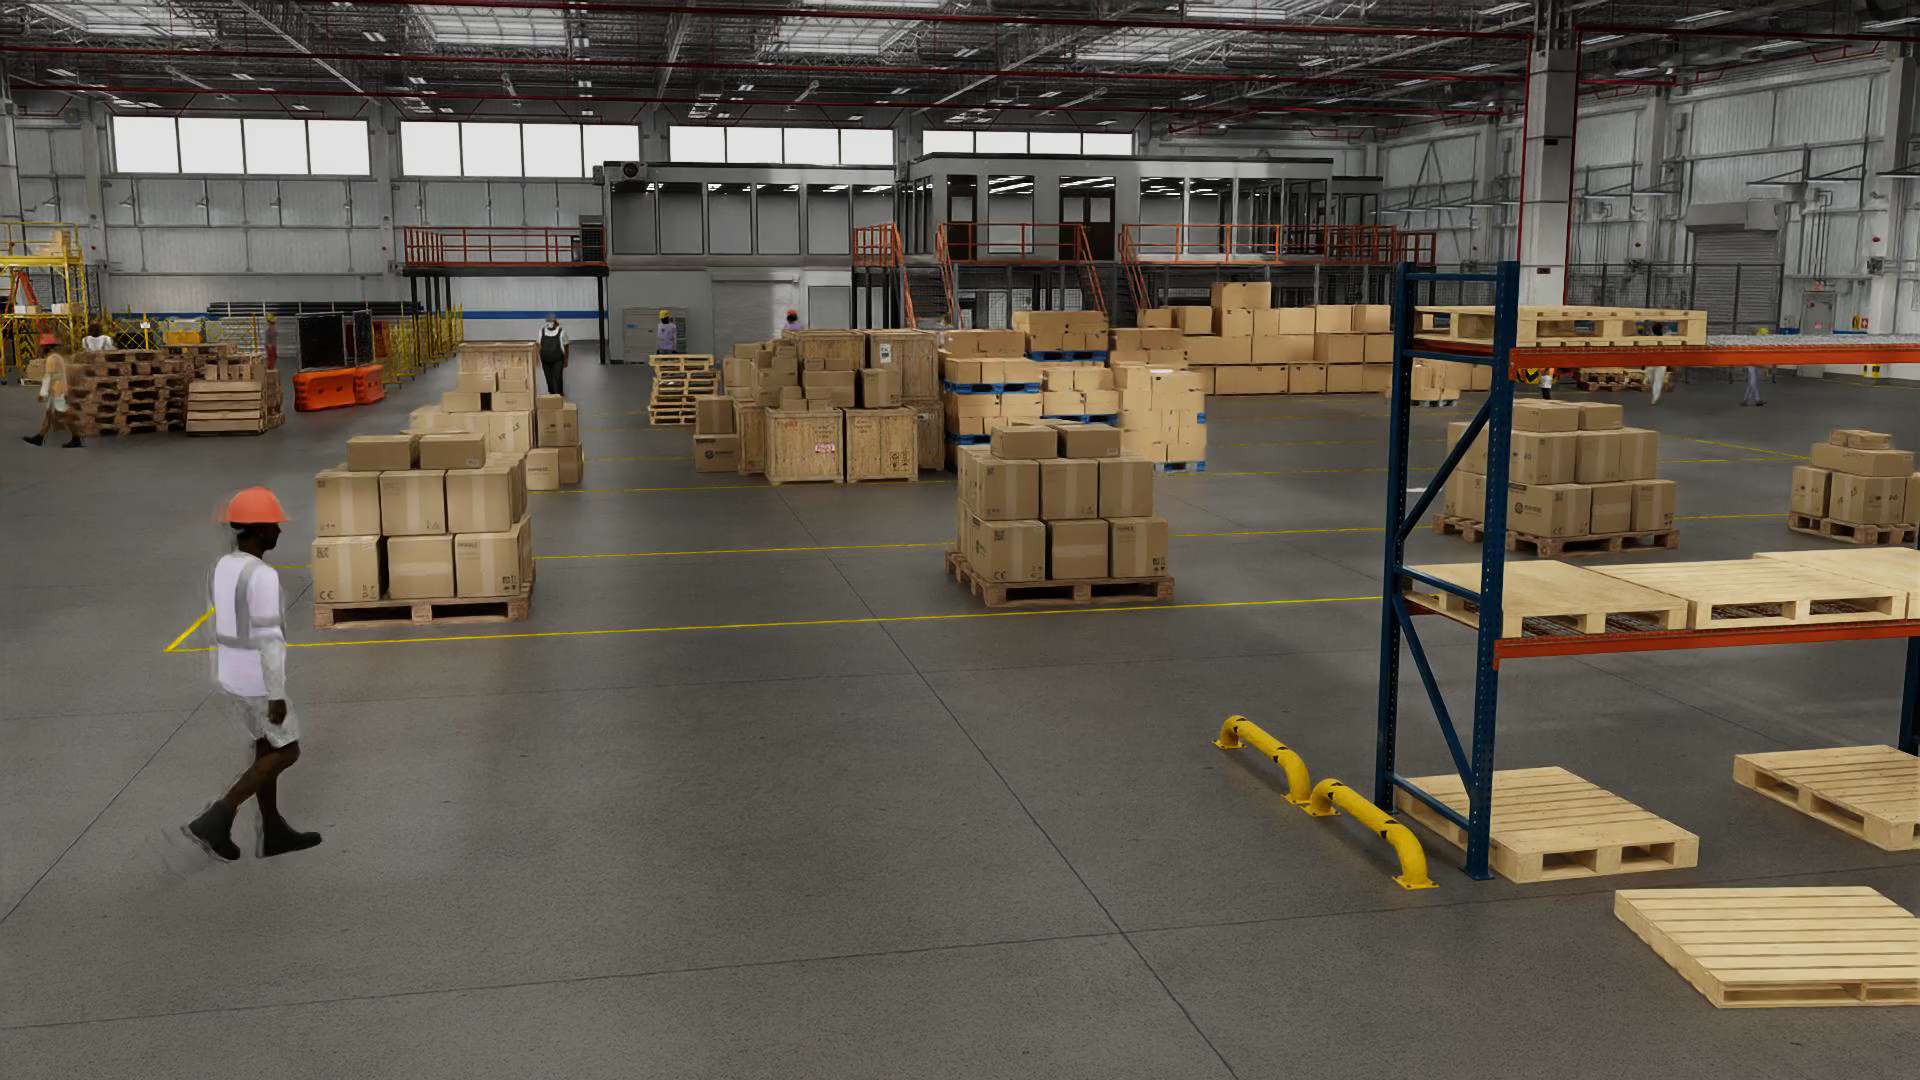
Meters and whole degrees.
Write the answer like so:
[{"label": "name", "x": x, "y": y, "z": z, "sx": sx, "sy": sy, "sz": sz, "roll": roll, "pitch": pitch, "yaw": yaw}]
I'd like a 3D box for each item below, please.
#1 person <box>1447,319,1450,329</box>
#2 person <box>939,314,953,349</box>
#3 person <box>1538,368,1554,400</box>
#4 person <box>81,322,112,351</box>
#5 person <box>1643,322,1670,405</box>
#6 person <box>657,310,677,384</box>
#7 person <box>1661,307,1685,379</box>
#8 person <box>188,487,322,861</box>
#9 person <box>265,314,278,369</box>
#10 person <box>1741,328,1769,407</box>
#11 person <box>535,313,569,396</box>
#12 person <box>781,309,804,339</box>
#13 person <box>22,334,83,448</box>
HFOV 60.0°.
[{"label": "person", "x": 13.578, "y": -5.463, "z": 45.751, "sx": 0.384, "sy": 1.951, "sz": 0.605, "roll": -4, "pitch": 10, "yaw": -25}, {"label": "person", "x": -0.284, "y": -4.483, "z": 39.947, "sx": 0.976, "sy": 1.901, "sz": 0.639, "roll": -7, "pitch": 11, "yaw": -35}, {"label": "person", "x": 11.808, "y": -3.336, "z": 33.555, "sx": 0.317, "sy": 1.695, "sz": 0.540, "roll": 2, "pitch": 10, "yaw": 12}, {"label": "person", "x": -18.119, "y": -3.633, "z": 34.871, "sx": 0.596, "sy": 1.851, "sz": 0.792, "roll": -2, "pitch": 9, "yaw": -10}, {"label": "person", "x": 15.275, "y": -3.869, "z": 36.430, "sx": 0.639, "sy": 1.829, "sz": 0.581, "roll": 8, "pitch": 12, "yaw": 40}, {"label": "person", "x": -7.496, "y": -4.903, "z": 42.441, "sx": 0.584, "sy": 1.917, "sz": 0.385, "roll": 4, "pitch": 10, "yaw": 24}, {"label": "person", "x": 18.892, "y": -5.222, "z": 44.318, "sx": 1.034, "sy": 1.929, "sz": 0.605, "roll": 2, "pitch": 9, "yaw": 11}, {"label": "person", "x": -3.572, "y": 0.695, "z": 8.327, "sx": 0.562, "sy": 1.918, "sz": 0.578, "roll": 9, "pitch": 13, "yaw": 43}, {"label": "person", "x": -18.940, "y": -5.363, "z": 45.823, "sx": 0.436, "sy": 1.722, "sz": 0.661, "roll": 0, "pitch": 9, "yaw": 3}, {"label": "person", "x": 17.153, "y": -3.711, "z": 35.824, "sx": 0.525, "sy": 1.688, "sz": 0.921, "roll": -1, "pitch": 9, "yaw": -6}, {"label": "person", "x": -8.948, "y": -3.962, "z": 36.323, "sx": 0.695, "sy": 2.000, "sz": 0.920, "roll": 0, "pitch": 9, "yaw": 1}, {"label": "person", "x": -3.951, "y": -4.398, "z": 38.994, "sx": 0.626, "sy": 2.044, "sz": 0.402, "roll": -6, "pitch": 11, "yaw": -34}, {"label": "person", "x": -15.136, "y": -2.459, "z": 27.625, "sx": 0.963, "sy": 1.891, "sz": 0.549, "roll": -3, "pitch": 10, "yaw": -17}]
